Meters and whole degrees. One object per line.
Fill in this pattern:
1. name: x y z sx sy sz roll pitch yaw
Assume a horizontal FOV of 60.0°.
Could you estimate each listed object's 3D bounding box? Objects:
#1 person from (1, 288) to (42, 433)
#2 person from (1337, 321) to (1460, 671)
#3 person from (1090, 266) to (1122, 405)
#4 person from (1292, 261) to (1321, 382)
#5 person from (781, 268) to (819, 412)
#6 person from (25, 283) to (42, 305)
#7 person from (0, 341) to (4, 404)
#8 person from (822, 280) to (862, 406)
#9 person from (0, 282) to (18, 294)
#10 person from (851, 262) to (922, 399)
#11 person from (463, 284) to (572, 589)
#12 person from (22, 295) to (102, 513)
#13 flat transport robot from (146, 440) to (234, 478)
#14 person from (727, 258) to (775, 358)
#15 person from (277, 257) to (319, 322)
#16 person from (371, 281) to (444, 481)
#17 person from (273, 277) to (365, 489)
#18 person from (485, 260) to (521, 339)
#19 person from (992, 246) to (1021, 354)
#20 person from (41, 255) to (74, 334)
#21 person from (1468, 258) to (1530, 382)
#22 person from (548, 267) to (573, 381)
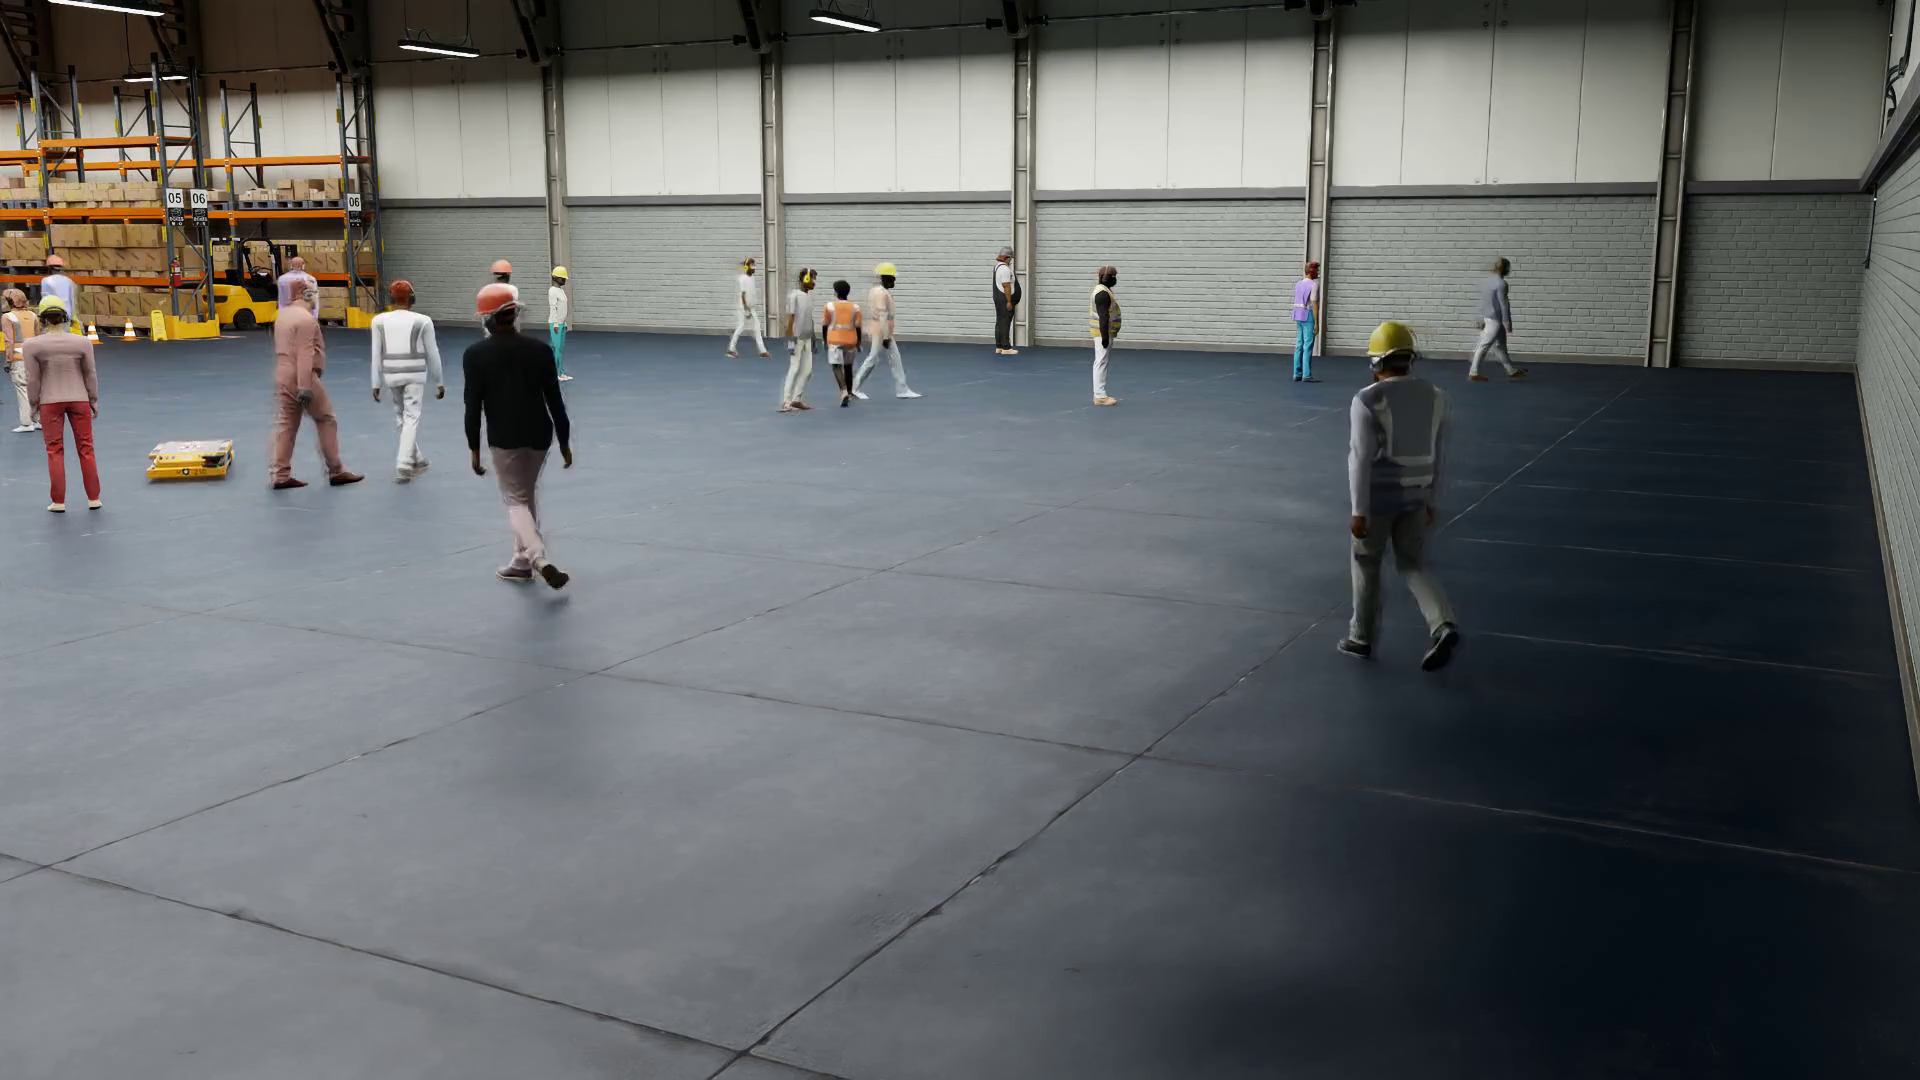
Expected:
1. person: -10.699 -2.045 18.989 0.311 1.638 0.521 2 11 11
2. person: 2.281 -0.214 8.576 0.597 1.807 0.759 -4 11 -21
3. person: 1.936 -2.720 22.125 0.429 1.839 0.633 1 10 3
4. person: 5.301 -3.335 25.469 0.374 1.840 0.569 -4 11 -19
5. person: -2.063 -2.555 21.260 0.369 1.826 0.703 7 12 32
6. person: -24.769 -6.871 44.559 0.391 1.919 0.582 5 11 24
7. person: -12.969 -2.732 21.921 0.373 1.940 0.629 5 12 26
8. person: -1.548 -2.617 22.034 0.531 1.665 0.838 -3 11 -18
9. person: -23.534 -6.178 41.045 0.967 1.827 0.538 5 12 25
10. person: -1.071 -2.857 22.788 0.999 1.882 0.609 2 10 8
11. person: -2.750 -0.631 10.467 0.657 1.948 0.885 -9 14 -42
12. person: -7.285 -1.101 13.514 0.522 1.764 0.318 -8 13 -36
13. flat transport robot: -7.332 -0.789 15.874 0.652 0.197 1.431 -4 11 -20
14. person: -3.887 -4.234 30.453 0.977 1.827 0.541 5 12 25
15. person: -11.129 -3.824 28.016 0.654 1.882 0.687 -3 11 -16
16. person: -5.117 -1.477 15.395 0.595 1.831 1.009 1 10 3
17. person: -5.768 -1.399 14.834 0.876 1.868 0.674 -10 14 -44
18. person: -6.274 -2.847 22.619 0.554 1.914 0.802 5 12 27
19. person: 0.894 -4.550 31.553 0.538 2.000 0.682 -3 11 -16
20. person: -14.589 -3.649 26.952 0.547 1.925 0.571 5 11 25
21. person: 8.276 -3.349 25.426 1.014 1.883 0.651 0 10 2
22. person: -6.189 -3.340 25.729 0.322 1.761 0.522 0 10 2
